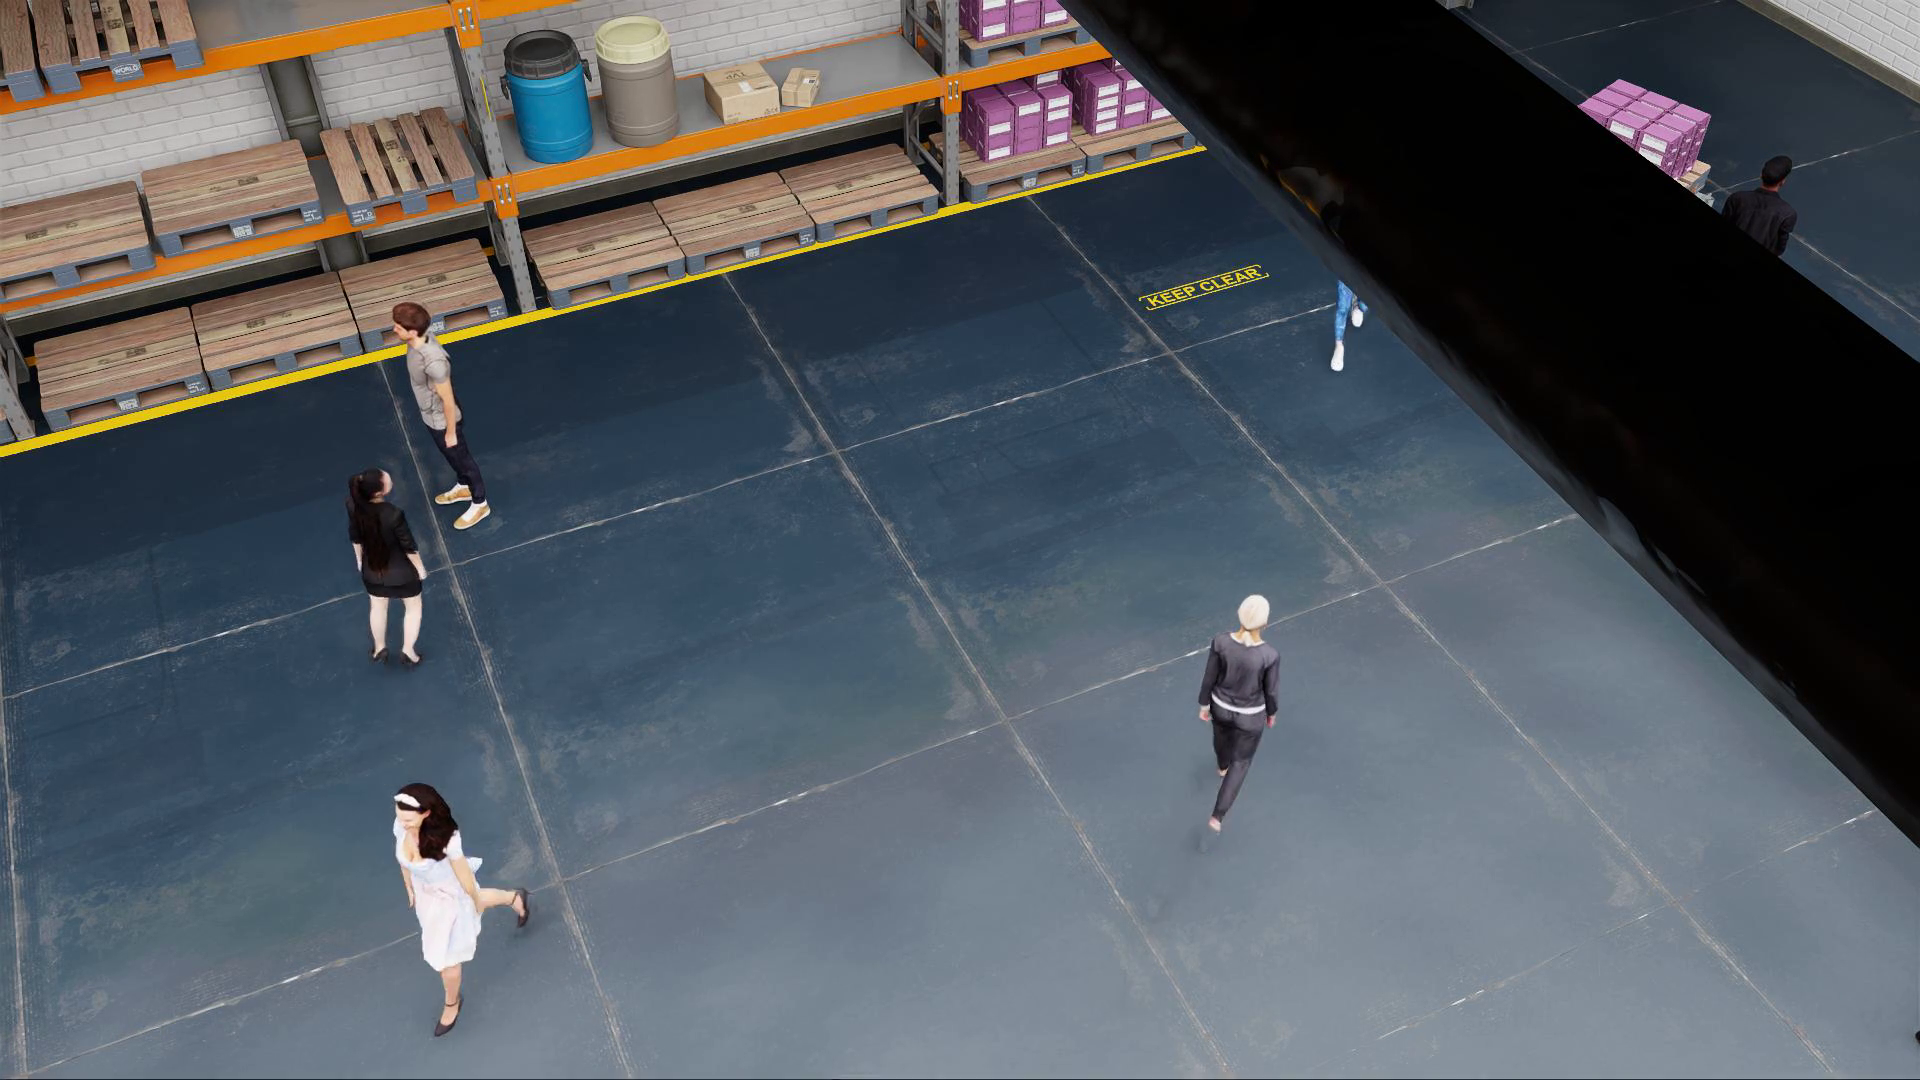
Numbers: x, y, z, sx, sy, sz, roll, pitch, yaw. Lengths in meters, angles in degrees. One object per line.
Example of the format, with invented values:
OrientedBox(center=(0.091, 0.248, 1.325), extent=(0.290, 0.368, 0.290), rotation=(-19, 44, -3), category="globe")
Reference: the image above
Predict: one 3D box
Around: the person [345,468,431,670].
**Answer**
OrientedBox(center=(-3.732, 0.211, 10.768), extent=(0.732, 1.676, 0.850), rotation=(-1, 44, -1), category="person")

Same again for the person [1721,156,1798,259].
OrientedBox(center=(6.221, -2.232, 13.234), extent=(0.789, 1.812, 0.799), rotation=(23, 48, 22), category="person")

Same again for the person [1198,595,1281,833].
OrientedBox(center=(1.626, 1.033, 9.888), extent=(1.016, 1.700, 1.111), rotation=(18, 47, 18), category="person")

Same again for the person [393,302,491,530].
OrientedBox(center=(-3.675, -0.903, 11.781), extent=(0.585, 1.892, 0.685), rotation=(-25, 49, -24), category="person")

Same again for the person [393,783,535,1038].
OrientedBox(center=(-2.707, 1.851, 8.969), extent=(1.093, 1.782, 1.235), rotation=(20, 47, 20), category="person")
